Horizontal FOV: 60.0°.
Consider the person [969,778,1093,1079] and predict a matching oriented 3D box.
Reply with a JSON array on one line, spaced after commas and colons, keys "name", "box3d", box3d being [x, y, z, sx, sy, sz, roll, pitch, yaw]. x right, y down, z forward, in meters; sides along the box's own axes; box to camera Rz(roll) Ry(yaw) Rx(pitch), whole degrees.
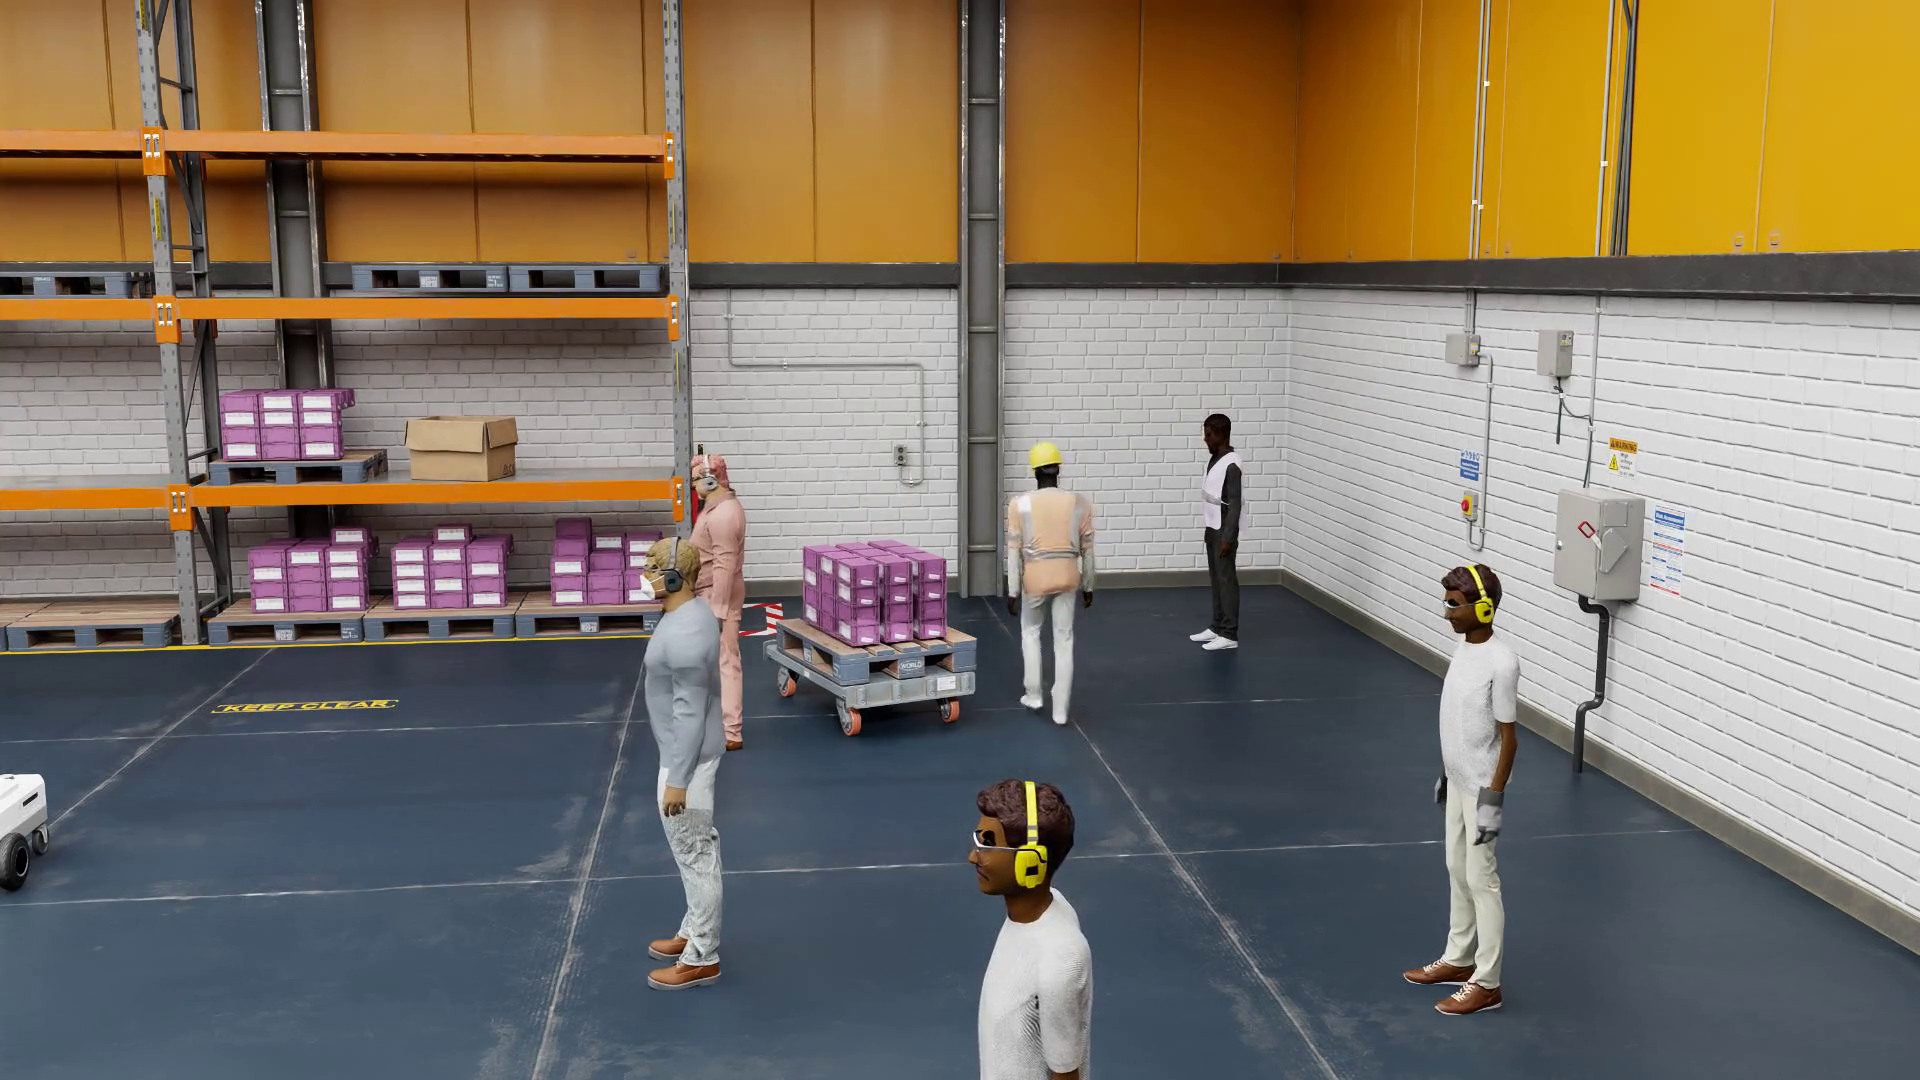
[{"name": "person", "box3d": [0.151, 1.473, 3.958, 0.328, 1.873, 0.520, -1, 9, -7]}]

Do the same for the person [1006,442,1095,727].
[{"name": "person", "box3d": [0.598, 0.280, 11.326, 0.626, 1.888, 0.803, -1, 9, -9]}]

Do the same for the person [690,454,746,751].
[{"name": "person", "box3d": [-1.557, 0.397, 10.585, 0.407, 1.902, 0.639, -1, 9, -7]}]

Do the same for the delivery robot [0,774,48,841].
[{"name": "delivery robot", "box3d": [-4.899, 1.377, 8.361, 0.477, 0.478, 0.707, -1, 9, -7]}]

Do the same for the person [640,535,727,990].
[{"name": "person", "box3d": [-1.180, 0.937, 7.088, 0.371, 1.940, 0.627, -1, 9, -7]}]

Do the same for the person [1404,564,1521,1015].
[{"name": "person", "box3d": [2.091, 1.015, 6.837, 0.328, 1.865, 0.520, -1, 9, -7]}]

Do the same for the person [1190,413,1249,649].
[{"name": "person", "box3d": [2.123, -0.072, 13.471, 0.391, 1.914, 0.587, -1, 9, -7]}]
